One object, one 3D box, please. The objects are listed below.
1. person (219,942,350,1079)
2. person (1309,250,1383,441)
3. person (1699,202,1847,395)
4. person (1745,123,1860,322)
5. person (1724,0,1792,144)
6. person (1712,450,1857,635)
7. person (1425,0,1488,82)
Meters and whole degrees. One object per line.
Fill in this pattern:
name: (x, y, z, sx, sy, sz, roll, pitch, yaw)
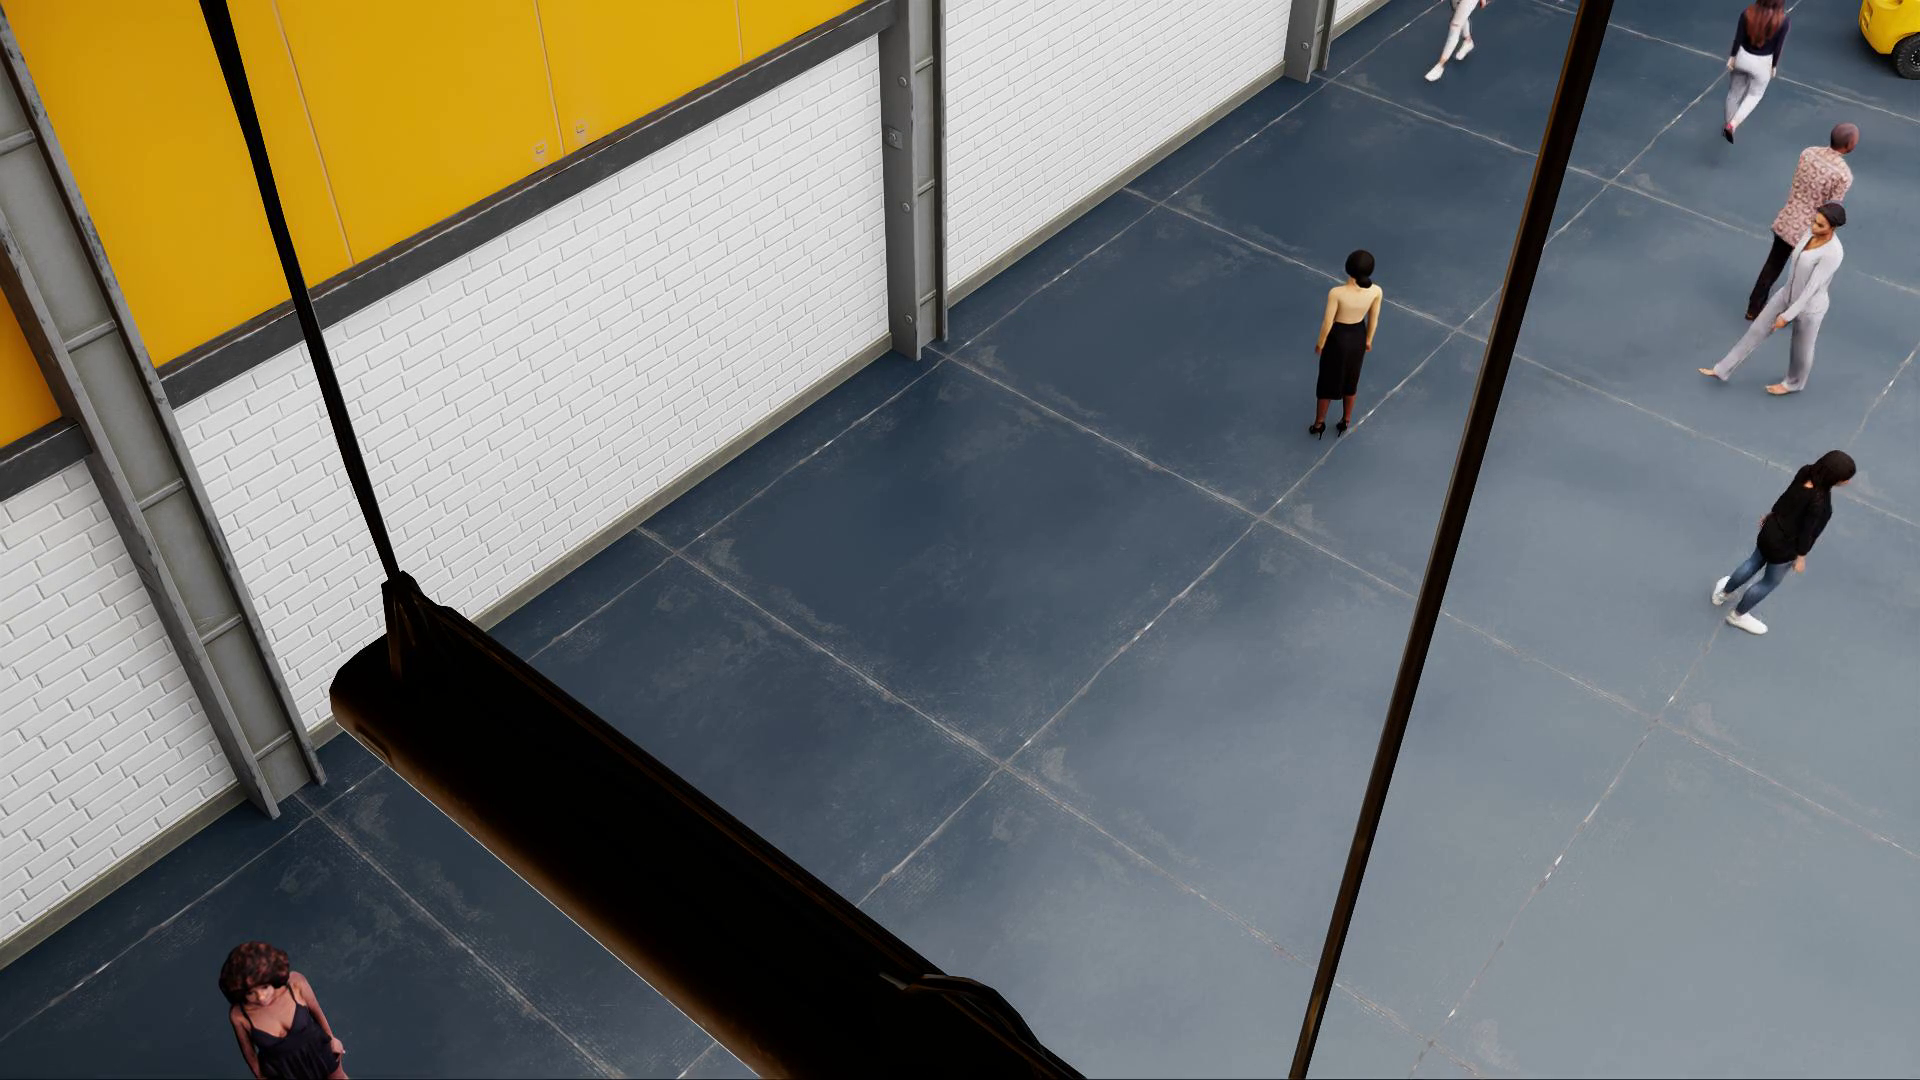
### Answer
person: (-3.208, 2.504, 8.050, 0.525, 1.789, 0.661, -30, 51, -28)
person: (2.838, -1.438, 12.286, 0.658, 1.653, 0.723, -5, 44, -5)
person: (6.467, -1.801, 12.634, 1.121, 1.700, 1.024, -6, 44, -6)
person: (6.671, -2.493, 13.292, 0.810, 1.793, 0.801, -19, 47, -19)
person: (7.345, -4.396, 15.432, 0.624, 1.597, 0.795, 28, 50, 26)
person: (5.335, -0.044, 10.847, 0.899, 1.621, 0.782, -5, 44, -5)
person: (5.053, -5.458, 16.499, 1.153, 1.663, 0.705, -34, 53, -31)
